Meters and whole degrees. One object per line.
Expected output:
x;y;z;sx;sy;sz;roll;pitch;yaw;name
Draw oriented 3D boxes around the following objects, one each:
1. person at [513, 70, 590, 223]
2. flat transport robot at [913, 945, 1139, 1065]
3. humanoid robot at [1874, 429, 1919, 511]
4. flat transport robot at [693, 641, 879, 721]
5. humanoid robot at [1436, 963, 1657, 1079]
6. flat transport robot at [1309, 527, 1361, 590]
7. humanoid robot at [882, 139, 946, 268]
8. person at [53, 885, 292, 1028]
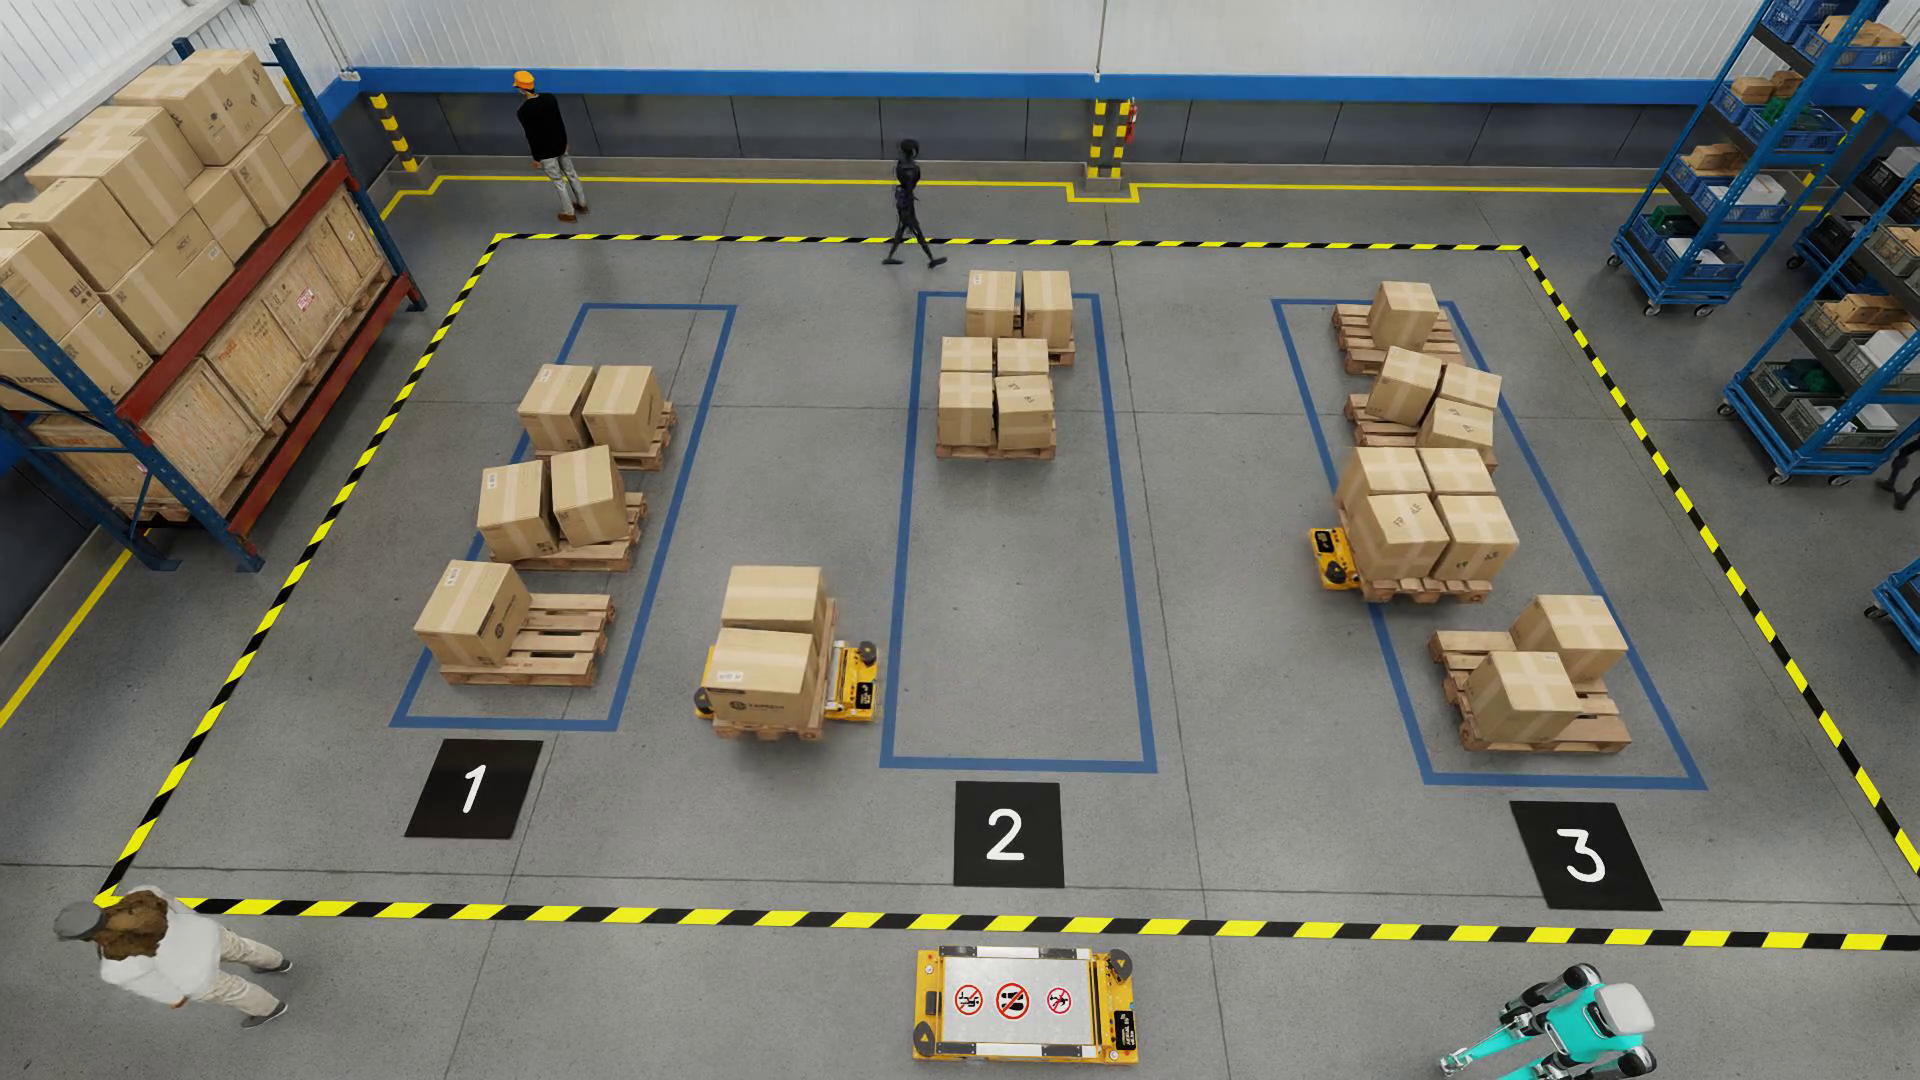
-5.104;-4.874;11.419;0.376;1.883;0.584;22;54;17;person
0.422;3.041;6.007;1.431;0.231;0.659;1;51;1;flat transport robot
9.100;-0.973;8.373;0.609;1.634;0.478;22;54;17;humanoid robot
-1.413;1.142;7.537;1.431;0.197;0.652;1;51;1;flat transport robot
3.093;2.872;5.110;0.735;1.677;0.533;-11;52;-9;humanoid robot
3.993;0.144;8.351;1.431;0.197;0.652;1;51;1;flat transport robot
-0.583;-3.982;10.856;0.789;1.619;0.614;-6;51;-5;humanoid robot
-4.626;2.502;5.481;0.407;1.762;0.564;-11;52;-9;person
